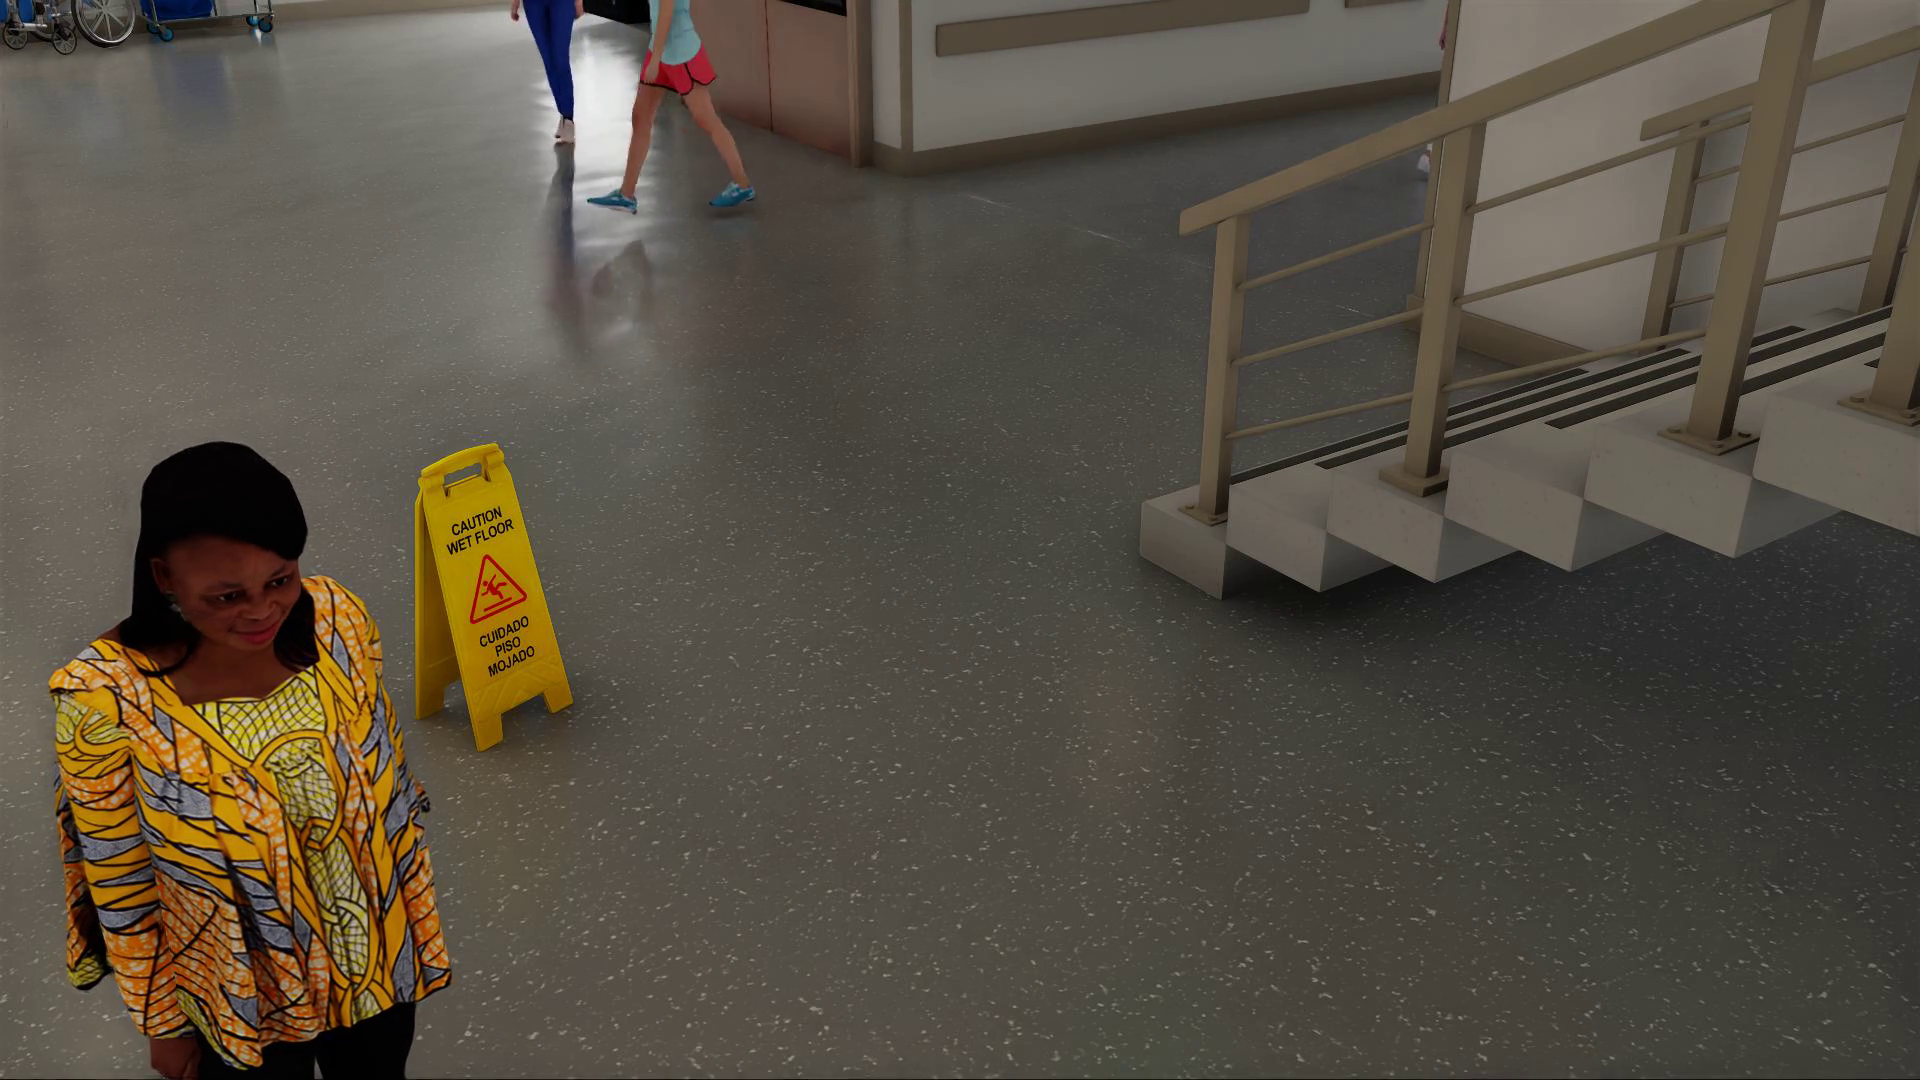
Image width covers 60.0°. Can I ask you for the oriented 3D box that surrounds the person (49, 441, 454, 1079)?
[{"bbox_3d":[-1.014,0.612,2.514,0.860,1.647,0.818,17,31,32],"label":"person"}]

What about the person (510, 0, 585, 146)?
[{"bbox_3d":[-2.691,-3.544,11.017,0.865,1.749,0.928,4,26,8],"label":"person"}]

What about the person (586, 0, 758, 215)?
[{"bbox_3d":[-1.481,-2.620,9.137,0.861,1.717,1.185,-9,27,-19],"label":"person"}]
